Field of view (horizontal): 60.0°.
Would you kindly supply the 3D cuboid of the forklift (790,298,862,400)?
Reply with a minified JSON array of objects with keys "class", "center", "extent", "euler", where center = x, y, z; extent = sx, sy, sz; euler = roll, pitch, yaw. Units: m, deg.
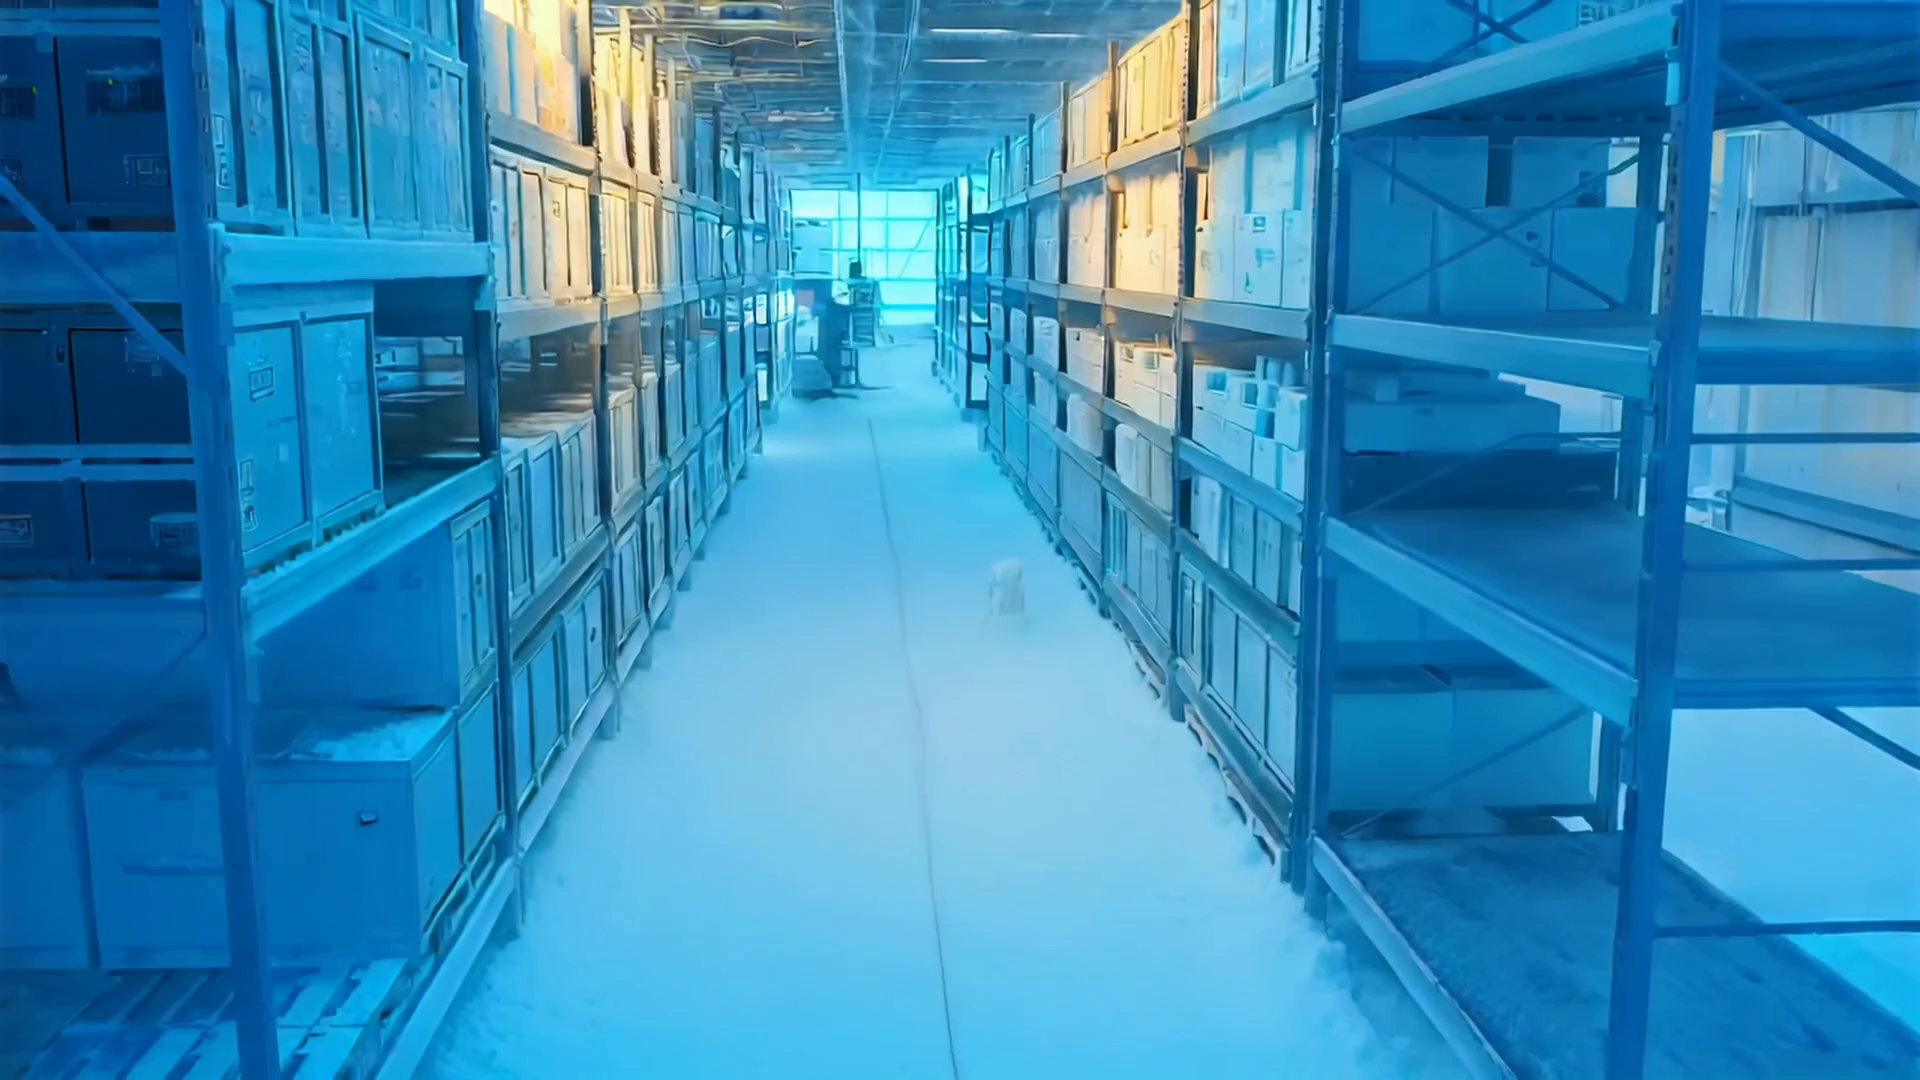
[{"class":"forklift","center":[-3.756,-5.330,46.305],"extent":[1.873,2.768,1.129],"euler":[-2,10,-12]}]

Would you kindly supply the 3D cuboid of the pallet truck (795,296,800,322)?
[{"class":"pallet truck","center":[-8.622,-12.439,91.403],"extent":[1.885,1.965,0.823],"euler":[2,10,13]}]

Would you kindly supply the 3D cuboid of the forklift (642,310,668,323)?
[{"class":"forklift","center":[-10.371,-7.075,56.732],"extent":[1.129,2.768,1.873],"euler":[-1,10,-3]}]
